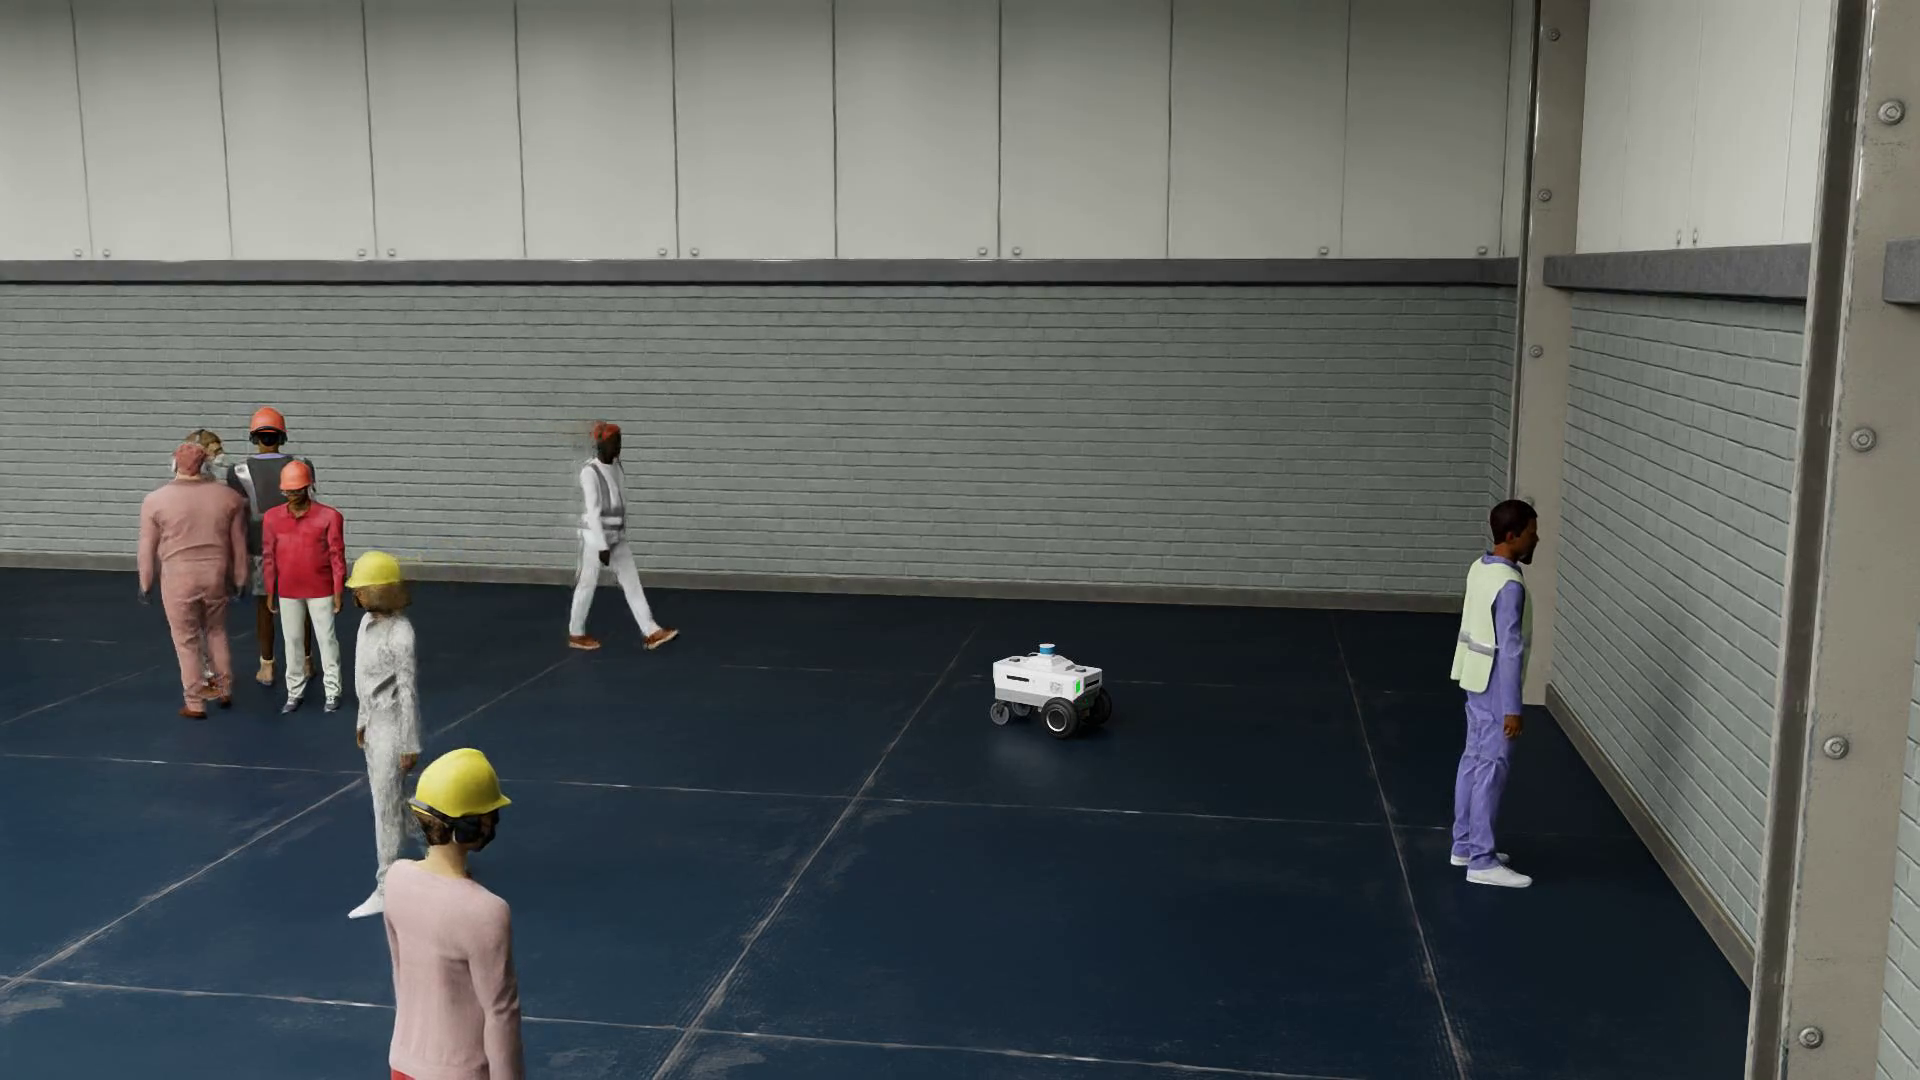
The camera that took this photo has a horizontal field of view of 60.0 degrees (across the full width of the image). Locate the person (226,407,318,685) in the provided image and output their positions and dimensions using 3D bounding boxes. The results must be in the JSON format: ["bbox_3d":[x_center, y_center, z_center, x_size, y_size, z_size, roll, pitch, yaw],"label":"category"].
[{"bbox_3d":[-5.022,0.045,12.212,0.608,2.044,0.370,-5,10,-27],"label":"person"}]

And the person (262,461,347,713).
[{"bbox_3d":[-4.499,0.324,11.406,0.567,1.744,0.351,0,9,-3],"label":"person"}]

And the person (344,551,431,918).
[{"bbox_3d":[-2.694,0.904,7.944,0.516,1.761,0.499,-7,11,-36],"label":"person"}]

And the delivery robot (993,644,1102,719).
[{"bbox_3d":[0.575,0.932,11.030,0.707,0.478,0.477,6,11,35],"label":"delivery robot"}]

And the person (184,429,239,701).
[{"bbox_3d":[-5.360,0.173,11.789,0.389,1.929,0.627,-2,9,-12],"label":"person"}]

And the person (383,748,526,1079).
[{"bbox_3d":[-1.360,1.433,4.549,0.518,1.759,0.346,7,11,37],"label":"person"}]

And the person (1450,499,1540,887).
[{"bbox_3d":[2.648,0.746,8.272,0.370,1.916,0.597,0,9,1],"label":"person"}]

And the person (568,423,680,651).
[{"bbox_3d":[-2.745,-0.008,13.181,1.000,1.828,0.605,3,10,19],"label":"person"}]

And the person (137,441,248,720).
[{"bbox_3d":[-5.213,0.275,11.289,0.666,1.893,0.490,-9,13,-42],"label":"person"}]
